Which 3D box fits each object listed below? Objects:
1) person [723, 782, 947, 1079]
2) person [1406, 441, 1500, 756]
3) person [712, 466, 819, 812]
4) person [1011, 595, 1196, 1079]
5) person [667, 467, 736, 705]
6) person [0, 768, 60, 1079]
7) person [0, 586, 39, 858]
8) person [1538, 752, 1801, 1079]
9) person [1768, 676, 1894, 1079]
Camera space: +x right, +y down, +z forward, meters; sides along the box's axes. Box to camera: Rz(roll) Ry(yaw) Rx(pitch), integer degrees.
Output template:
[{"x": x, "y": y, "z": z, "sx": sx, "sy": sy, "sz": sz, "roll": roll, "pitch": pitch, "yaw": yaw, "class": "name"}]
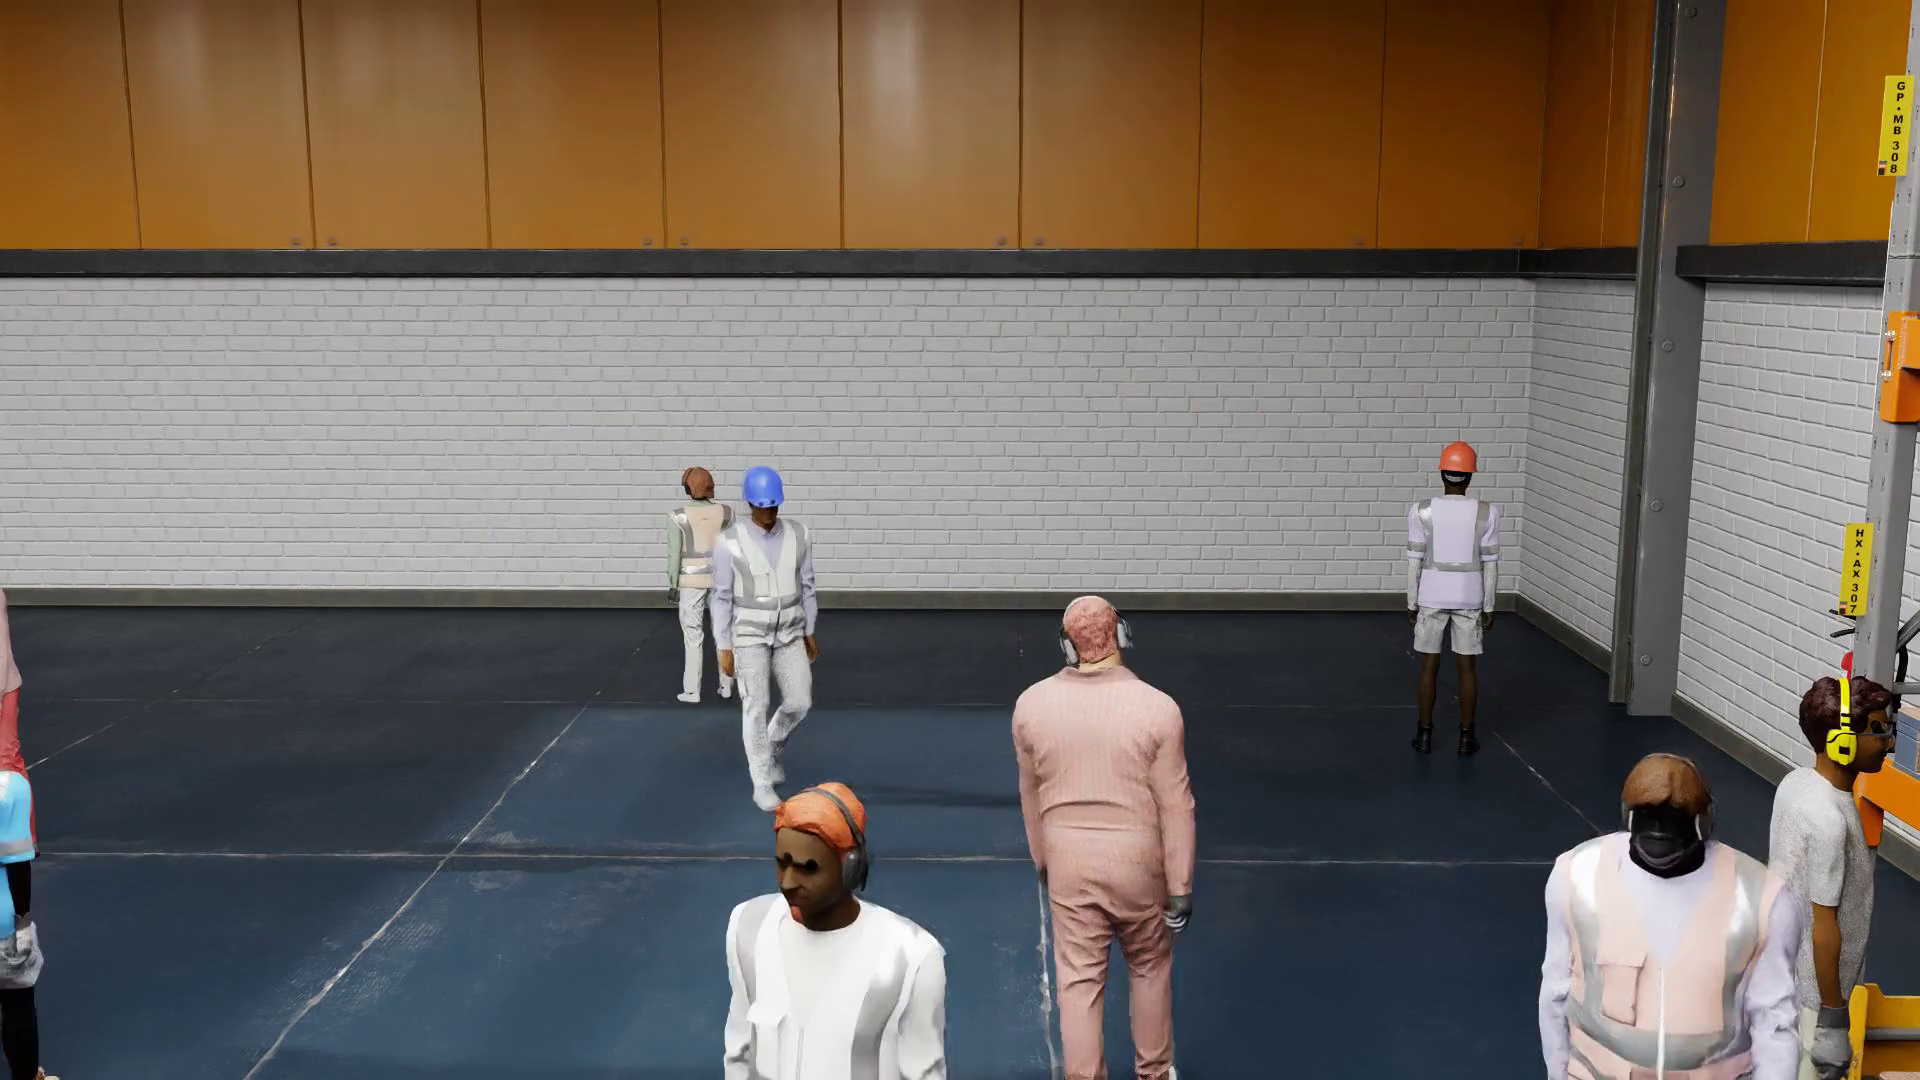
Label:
[{"x": -0.272, "y": 1.451, "z": 3.929, "sx": 0.581, "sy": 1.868, "sz": 0.698, "roll": 4, "pitch": 10, "yaw": 25, "class": "person"}, {"x": 3.013, "y": 0.362, "z": 10.214, "sx": 0.548, "sy": 1.938, "sz": 0.358, "roll": 3, "pitch": 10, "yaw": 15, "class": "person"}, {"x": -1.070, "y": 0.536, "z": 9.206, "sx": 0.626, "sy": 1.924, "sz": 0.479, "roll": -5, "pitch": 11, "yaw": -30, "class": "person"}, {"x": 0.510, "y": 1.131, "z": 5.828, "sx": 0.679, "sy": 1.868, "sz": 0.711, "roll": 4, "pitch": 10, "yaw": 20, "class": "person"}, {"x": -1.760, "y": 0.314, "z": 11.403, "sx": 0.511, "sy": 1.637, "sz": 0.307, "roll": -6, "pitch": 11, "yaw": -31, "class": "person"}, {"x": -3.353, "y": 1.276, "z": 5.542, "sx": 0.528, "sy": 1.667, "sz": 0.796, "roll": -1, "pitch": 10, "yaw": -6, "class": "person"}, {"x": -4.898, "y": 0.759, "z": 8.347, "sx": 0.327, "sy": 1.767, "sz": 0.533, "roll": -7, "pitch": 12, "yaw": -35, "class": "person"}, {"x": 1.811, "y": 1.421, "z": 4.309, "sx": 0.620, "sy": 1.797, "sz": 0.963, "roll": 4, "pitch": 10, "yaw": 23, "class": "person"}, {"x": 2.477, "y": 1.300, "z": 4.794, "sx": 0.329, "sy": 1.873, "sz": 0.516, "roll": 2, "pitch": 10, "yaw": 15, "class": "person"}]
